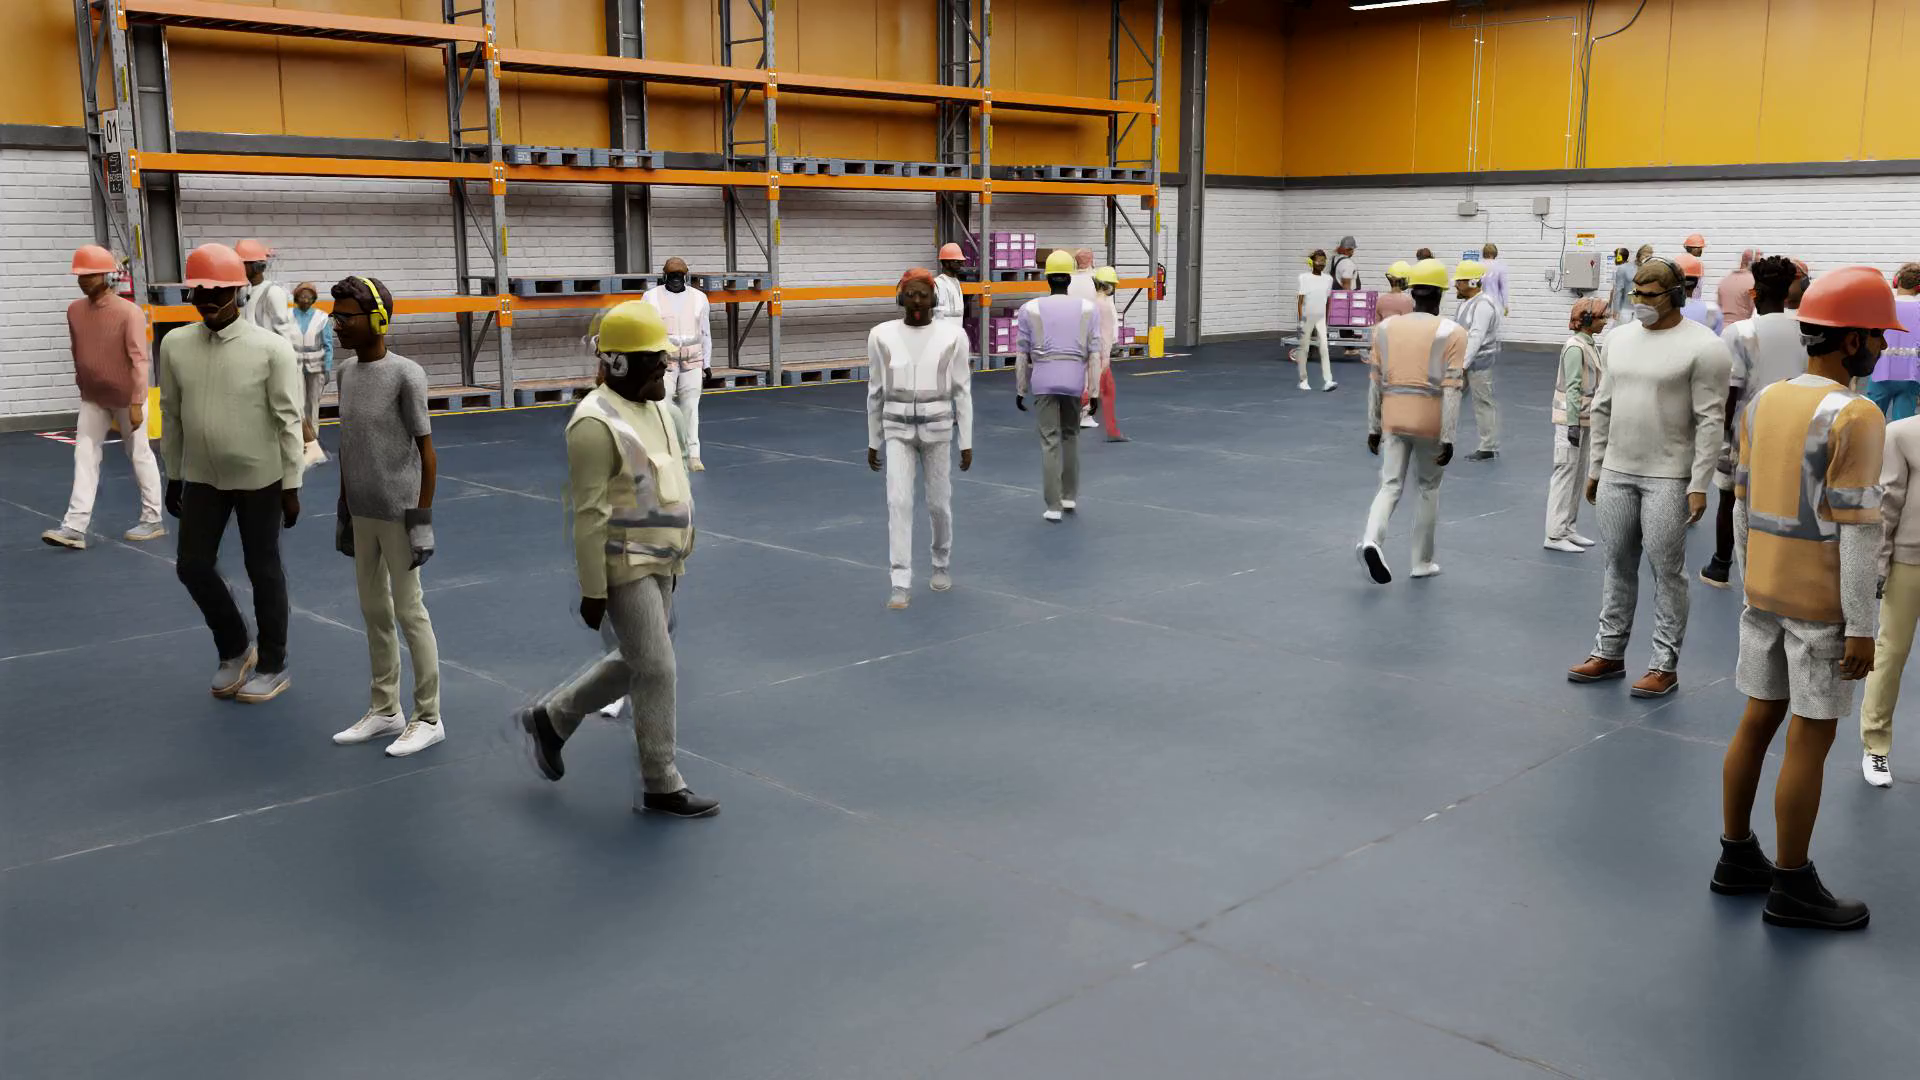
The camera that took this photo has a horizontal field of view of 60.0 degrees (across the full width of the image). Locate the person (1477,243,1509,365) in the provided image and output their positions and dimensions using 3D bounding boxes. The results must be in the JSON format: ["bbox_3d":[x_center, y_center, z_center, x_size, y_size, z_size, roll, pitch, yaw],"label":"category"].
[{"bbox_3d":[8.104,-3.634,25.733,0.813,1.911,0.640,-9,14,-41],"label":"person"}]

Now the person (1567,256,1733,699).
[{"bbox_3d":[3.038,-0.275,7.339,0.372,1.934,0.627,-7,12,-32],"label":"person"}]

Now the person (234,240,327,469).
[{"bbox_3d":[-5.883,-1.538,14.093,0.633,1.992,1.063,9,14,42],"label":"person"}]

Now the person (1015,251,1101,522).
[{"bbox_3d":[0.687,-1.106,11.948,0.593,1.903,0.782,-1,10,-7],"label":"person"}]

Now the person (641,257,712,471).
[{"bbox_3d":[-2.430,-1.500,14.285,0.621,1.838,0.429,-4,11,-20],"label":"person"}]

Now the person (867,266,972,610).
[{"bbox_3d":[-0.224,-0.583,9.252,0.595,1.877,0.701,1,10,4],"label":"person"}]

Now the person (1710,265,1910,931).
[{"bbox_3d":[2.519,0.169,4.905,0.372,1.934,0.551,-2,11,-9],"label":"person"}]

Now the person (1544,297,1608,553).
[{"bbox_3d":[3.974,-0.743,10.723,0.315,1.633,0.520,6,12,31],"label":"person"}]

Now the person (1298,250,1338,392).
[{"bbox_3d":[4.615,-2.825,21.541,0.519,1.826,0.954,-2,11,-8],"label":"person"}]

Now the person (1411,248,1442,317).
[{"bbox_3d":[7.491,-3.810,26.944,0.669,1.803,0.746,-5,11,-24],"label":"person"}]

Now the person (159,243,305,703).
[{"bbox_3d":[-3.118,-0.266,7.132,0.662,1.983,0.470,1,10,4],"label":"person"}]

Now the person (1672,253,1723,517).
[{"bbox_3d":[5.152,-1.094,11.899,0.554,1.906,0.910,2,11,11],"label":"person"}]

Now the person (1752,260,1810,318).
[{"bbox_3d":[5.627,-0.969,11.340,0.882,1.844,0.587,-10,14,-44],"label":"person"}]

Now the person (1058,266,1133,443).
[{"bbox_3d":[1.278,-1.790,16.154,0.807,1.736,0.528,-2,11,-9],"label":"person"}]

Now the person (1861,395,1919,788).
[{"bbox_3d":[3.581,0.102,6.097,0.498,1.633,0.285,1,10,3],"label":"person"}]

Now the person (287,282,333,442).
[{"bbox_3d":[-6.022,-1.568,15.308,0.513,1.582,0.791,-3,11,-18],"label":"person"}]

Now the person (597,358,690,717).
[{"bbox_3d":[-1.428,-0.097,7.302,0.510,1.594,0.865,0,10,0],"label":"person"}]

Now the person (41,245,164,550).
[{"bbox_3d":[-5.551,-0.909,10.732,0.647,1.946,0.980,3,11,13],"label":"person"}]

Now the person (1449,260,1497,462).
[{"bbox_3d":[4.453,-1.577,14.817,0.801,1.795,0.590,-1,10,-7],"label":"person"}]

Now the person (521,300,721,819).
[{"bbox_3d":[-1.223,0.066,5.843,0.747,1.811,0.593,2,11,12],"label":"person"}]

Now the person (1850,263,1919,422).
[{"bbox_3d":[7.110,-1.194,12.689,0.628,1.807,0.693,4,11,22],"label":"person"}]

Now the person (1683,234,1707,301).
[{"bbox_3d":[10.567,-3.399,24.070,0.615,2.041,0.384,-8,13,-36],"label":"person"}]

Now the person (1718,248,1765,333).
[{"bbox_3d":[8.364,-2.166,17.877,0.535,1.900,0.716,-2,11,-9],"label":"person"}]

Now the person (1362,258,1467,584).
[{"bbox_3d":[2.590,-0.671,9.614,0.594,1.894,0.817,8,13,37],"label":"person"}]

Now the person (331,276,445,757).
[{"bbox_3d":[-2.257,-0.084,6.500,0.535,1.859,0.309,7,12,32],"label":"person"}]

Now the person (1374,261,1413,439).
[{"bbox_3d":[4.282,-1.846,16.361,0.314,1.769,0.524,-5,12,-25],"label":"person"}]

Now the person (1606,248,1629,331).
[{"bbox_3d":[10.254,-3.577,25.616,0.581,1.837,0.801,-9,14,-40],"label":"person"}]

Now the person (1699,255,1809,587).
[{"bbox_3d":[4.480,-0.607,9.207,0.625,1.921,0.999,0,10,0],"label":"person"}]

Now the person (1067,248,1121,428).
[{"bbox_3d":[1.345,-2.125,17.568,0.678,1.879,0.553,7,12,32],"label":"person"}]

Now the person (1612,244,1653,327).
[{"bbox_3d":[9.801,-3.350,24.216,0.662,1.897,0.775,2,11,11],"label":"person"}]

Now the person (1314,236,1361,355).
[{"bbox_3d":[6.428,-4.155,28.202,0.776,2.000,0.680,-3,11,-18],"label":"person"}]

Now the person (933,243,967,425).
[{"bbox_3d":[-0.102,-2.204,17.841,0.360,1.939,0.543,4,11,19],"label":"person"}]
